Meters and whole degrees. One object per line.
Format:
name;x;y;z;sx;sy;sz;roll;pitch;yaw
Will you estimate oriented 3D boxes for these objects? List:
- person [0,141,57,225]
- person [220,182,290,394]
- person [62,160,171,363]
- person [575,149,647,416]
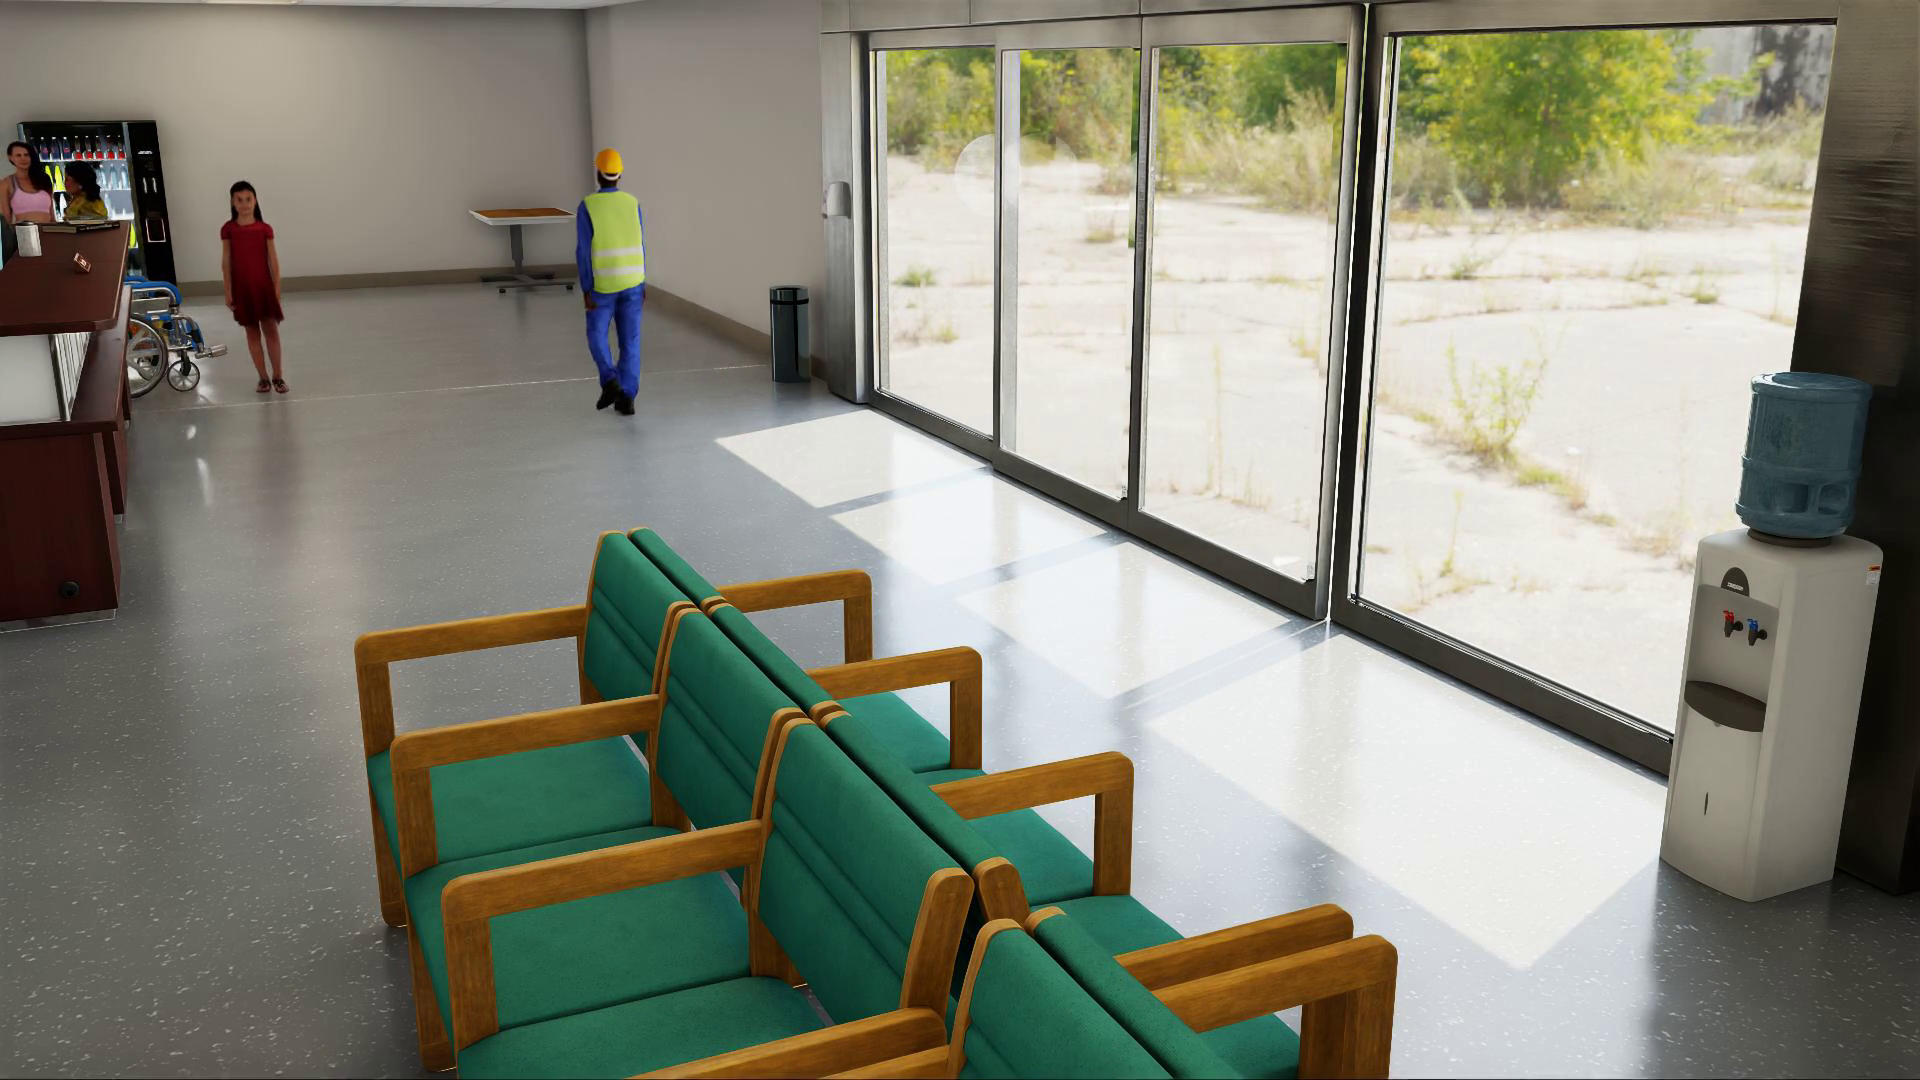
person;-7.719;-2.427;13.881;0.727;1.766;0.591;14;21;40
person;-5.213;-1.857;12.272;0.622;1.536;0.644;-5;16;-16
person;-6.733;-2.142;13.149;1.426;1.616;1.014;-14;21;-41
person;-2.342;-1.744;11.387;0.604;1.805;0.723;-8;18;-26
